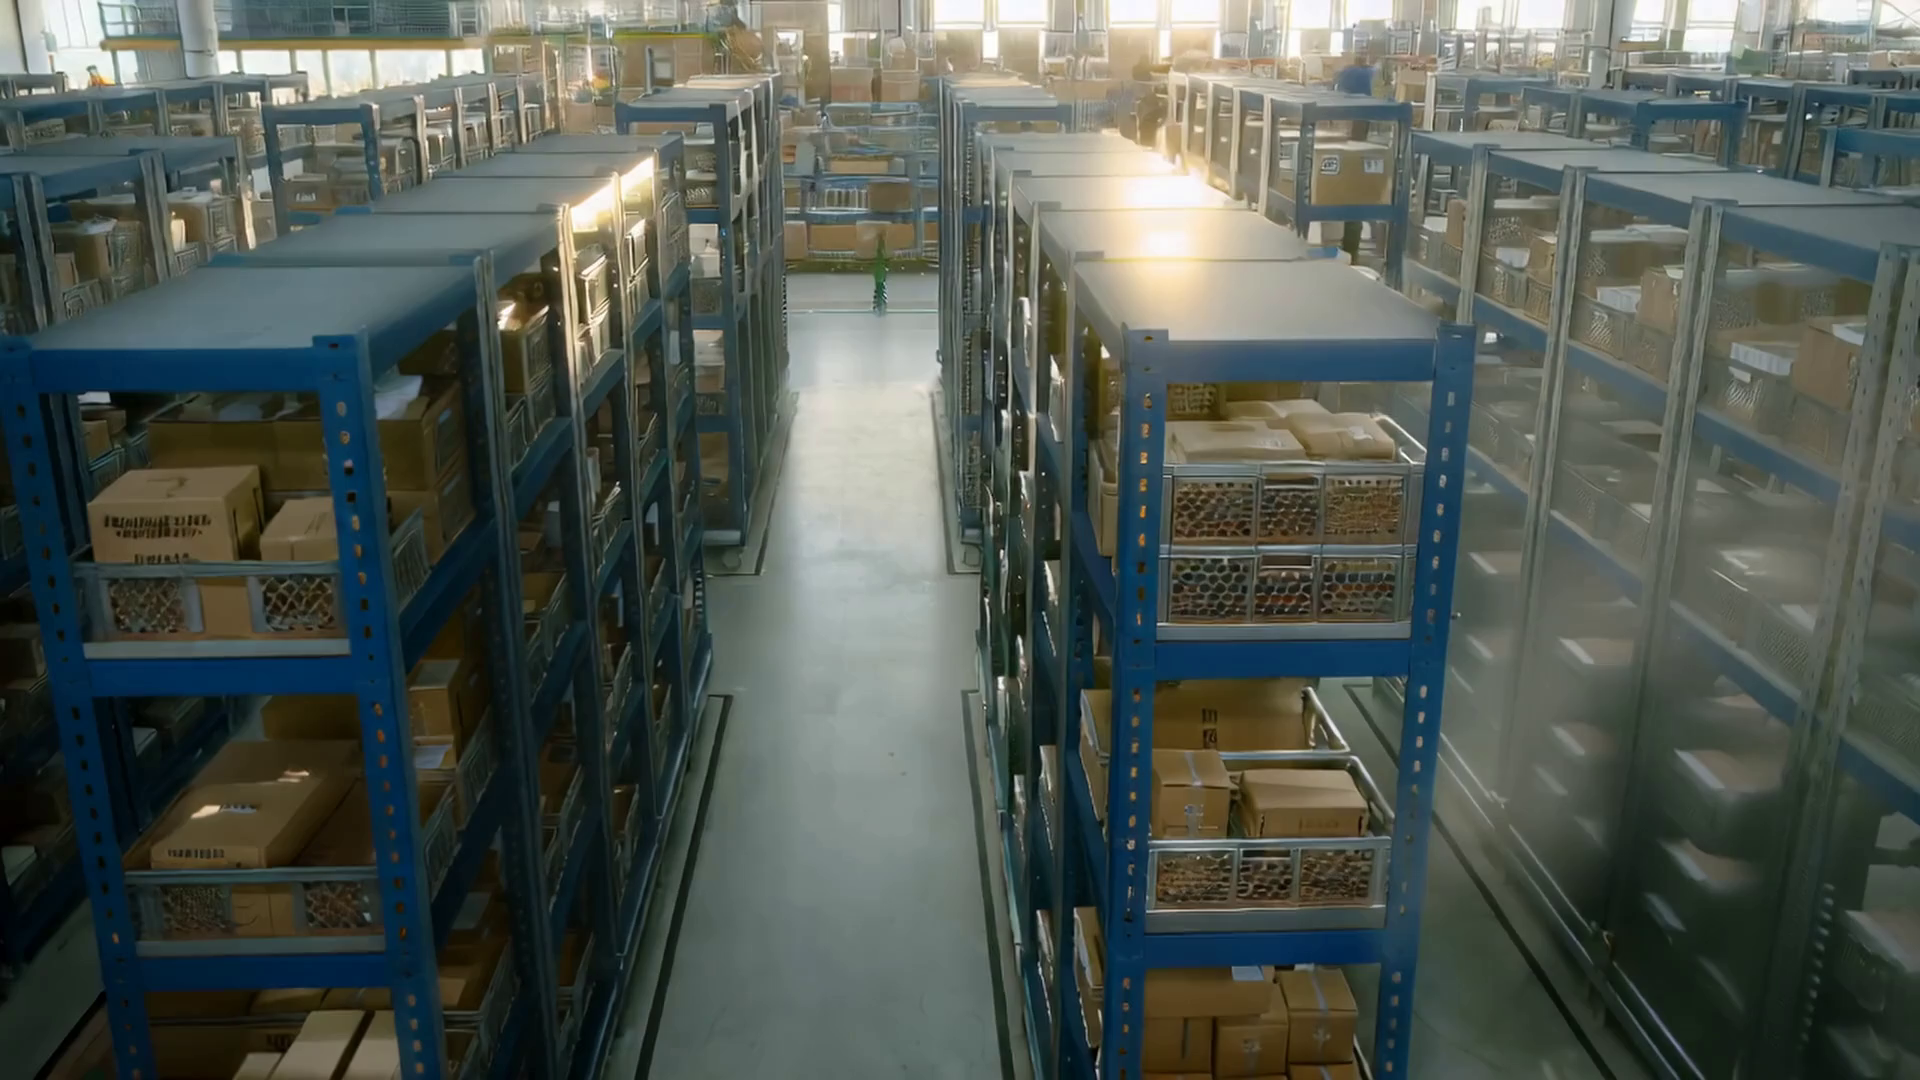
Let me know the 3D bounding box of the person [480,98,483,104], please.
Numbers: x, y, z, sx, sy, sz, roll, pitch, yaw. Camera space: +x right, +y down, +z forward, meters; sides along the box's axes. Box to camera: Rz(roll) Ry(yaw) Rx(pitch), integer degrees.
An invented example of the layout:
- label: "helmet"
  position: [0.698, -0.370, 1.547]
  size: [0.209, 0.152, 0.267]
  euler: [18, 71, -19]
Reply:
- label: "person"
  position: [-17.343, -15.995, 60.426]
  size: [0.518, 1.839, 0.329]
  euler: [-15, 23, -39]

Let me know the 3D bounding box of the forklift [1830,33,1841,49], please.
- label: "forklift"
  position: [43.715, -23.952, 83.383]
  size: [1.873, 2.768, 1.129]
  euler: [5, 19, 16]

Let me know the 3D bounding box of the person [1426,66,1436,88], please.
- label: "person"
  position: [18.211, -17.314, 64.305]
  size: [0.367, 1.967, 0.606]
  euler: [-3, 18, -11]

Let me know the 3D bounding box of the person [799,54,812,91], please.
- label: "person"
  position: [-7.850, -23.687, 84.241]
  size: [0.583, 1.839, 0.973]
  euler: [-11, 21, -31]

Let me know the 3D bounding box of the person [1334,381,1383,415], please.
- label: "person"
  position: [2.758, -0.377, 11.941]
  size: [1.044, 1.939, 0.636]
  euler: [-5, 19, -15]

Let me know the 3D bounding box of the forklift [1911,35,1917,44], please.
- label: "forklift"
  position: [50.031, -25.168, 87.146]
  size: [1.129, 2.768, 1.873]
  euler: [-10, 20, -29]

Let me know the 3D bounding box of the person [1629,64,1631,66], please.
- label: "person"
  position: [32.198, -22.543, 80.610]
  size: [0.715, 1.881, 0.902]
  euler: [-3, 18, -9]

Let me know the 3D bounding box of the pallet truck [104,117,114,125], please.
- label: "pallet truck"
  position: [-18.367, -7.885, 35.078]
  size: [1.885, 1.965, 0.823]
  euler: [1, 18, 2]

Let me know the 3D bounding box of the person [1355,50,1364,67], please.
- label: "person"
  position: [21.087, -24.937, 87.956]
  size: [0.594, 1.924, 0.383]
  euler: [-12, 21, -32]

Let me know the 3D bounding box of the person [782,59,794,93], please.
- label: "person"
  position: [-8.454, -23.014, 82.064]
  size: [0.567, 1.882, 0.982]
  euler: [-5, 19, -16]

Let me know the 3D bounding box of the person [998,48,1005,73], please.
- label: "person"
  position: [2.345, -25.702, 90.323]
  size: [0.708, 1.920, 0.657]
  euler: [-2, 18, -5]

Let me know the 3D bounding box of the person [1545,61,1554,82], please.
- label: "person"
  position: [25.404, -19.743, 71.956]
  size: [0.573, 1.883, 0.353]
  euler: [-17, 24, -42]

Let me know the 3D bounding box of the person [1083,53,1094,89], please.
- label: "person"
  position: [6.699, -24.369, 86.373]
  size: [0.532, 1.834, 0.967]
  euler: [-8, 20, -24]

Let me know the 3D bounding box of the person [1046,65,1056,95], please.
- label: "person"
  position: [3.999, -19.802, 72.453]
  size: [0.493, 1.687, 0.931]
  euler: [-13, 22, -35]

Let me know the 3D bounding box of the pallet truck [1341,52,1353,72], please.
- label: "pallet truck"
  position: [18.794, -23.123, 82.231]
  size: [0.823, 1.965, 1.885]
  euler: [-13, 22, -35]

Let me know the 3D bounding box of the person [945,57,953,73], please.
- label: "person"
  position: [-0.507, -21.241, 76.548]
  size: [0.378, 1.911, 0.589]
  euler: [10, 20, 27]

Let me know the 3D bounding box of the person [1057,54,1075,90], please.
- label: "person"
  position: [5.467, -23.941, 85.079]
  size: [0.927, 1.794, 0.654]
  euler: [-2, 18, -5]

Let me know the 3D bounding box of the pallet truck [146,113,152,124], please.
- label: "pallet truck"
  position: [-18.087, -8.309, 36.390]
  size: [1.885, 1.965, 0.823]
  euler: [-1, 18, -4]

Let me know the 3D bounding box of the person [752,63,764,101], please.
- label: "person"
  position: [-8.397, -19.159, 70.152]
  size: [0.627, 1.873, 0.943]
  euler: [12, 21, 32]

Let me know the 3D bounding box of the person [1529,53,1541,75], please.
- label: "person"
  position: [27.772, -22.492, 80.211]
  size: [1.039, 2.000, 0.687]
  euler: [6, 19, 19]

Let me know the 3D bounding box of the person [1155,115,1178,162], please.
- label: "person"
  position: [4.897, -9.095, 39.158]
  size: [0.621, 1.798, 0.642]
  euler: [-9, 20, -25]

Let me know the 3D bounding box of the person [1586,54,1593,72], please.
- label: "person"
  position: [34.259, -25.702, 90.766]
  size: [0.834, 1.652, 0.531]
  euler: [-6, 19, -18]

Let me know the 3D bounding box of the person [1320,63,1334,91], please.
- label: "person"
  position: [15.059, -18.567, 68.247]
  size: [0.566, 1.923, 0.498]
  euler: [4, 18, 13]

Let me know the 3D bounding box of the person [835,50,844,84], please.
- label: "person"
  position: [-6.626, -26.001, 91.429]
  size: [0.624, 1.828, 0.506]
  euler: [14, 23, 38]

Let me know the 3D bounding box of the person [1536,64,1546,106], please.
- label: "person"
  position: [24.123, -18.855, 69.255]
  size: [0.507, 1.860, 0.325]
  euler: [-8, 20, -24]

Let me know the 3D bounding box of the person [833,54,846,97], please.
- label: "person"
  position: [-5.736, -22.041, 78.925]
  size: [0.628, 1.962, 0.853]
  euler: [1, 18, 2]

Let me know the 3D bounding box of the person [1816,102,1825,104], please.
- label: "person"
  position: [21.976, -10.325, 42.723]
  size: [0.542, 1.938, 0.358]
  euler: [6, 19, 18]

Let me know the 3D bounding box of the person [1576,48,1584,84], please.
- label: "person"
  position: [34.121, -26.095, 91.542]
  size: [0.588, 1.927, 0.370]
  euler: [-7, 19, -21]
